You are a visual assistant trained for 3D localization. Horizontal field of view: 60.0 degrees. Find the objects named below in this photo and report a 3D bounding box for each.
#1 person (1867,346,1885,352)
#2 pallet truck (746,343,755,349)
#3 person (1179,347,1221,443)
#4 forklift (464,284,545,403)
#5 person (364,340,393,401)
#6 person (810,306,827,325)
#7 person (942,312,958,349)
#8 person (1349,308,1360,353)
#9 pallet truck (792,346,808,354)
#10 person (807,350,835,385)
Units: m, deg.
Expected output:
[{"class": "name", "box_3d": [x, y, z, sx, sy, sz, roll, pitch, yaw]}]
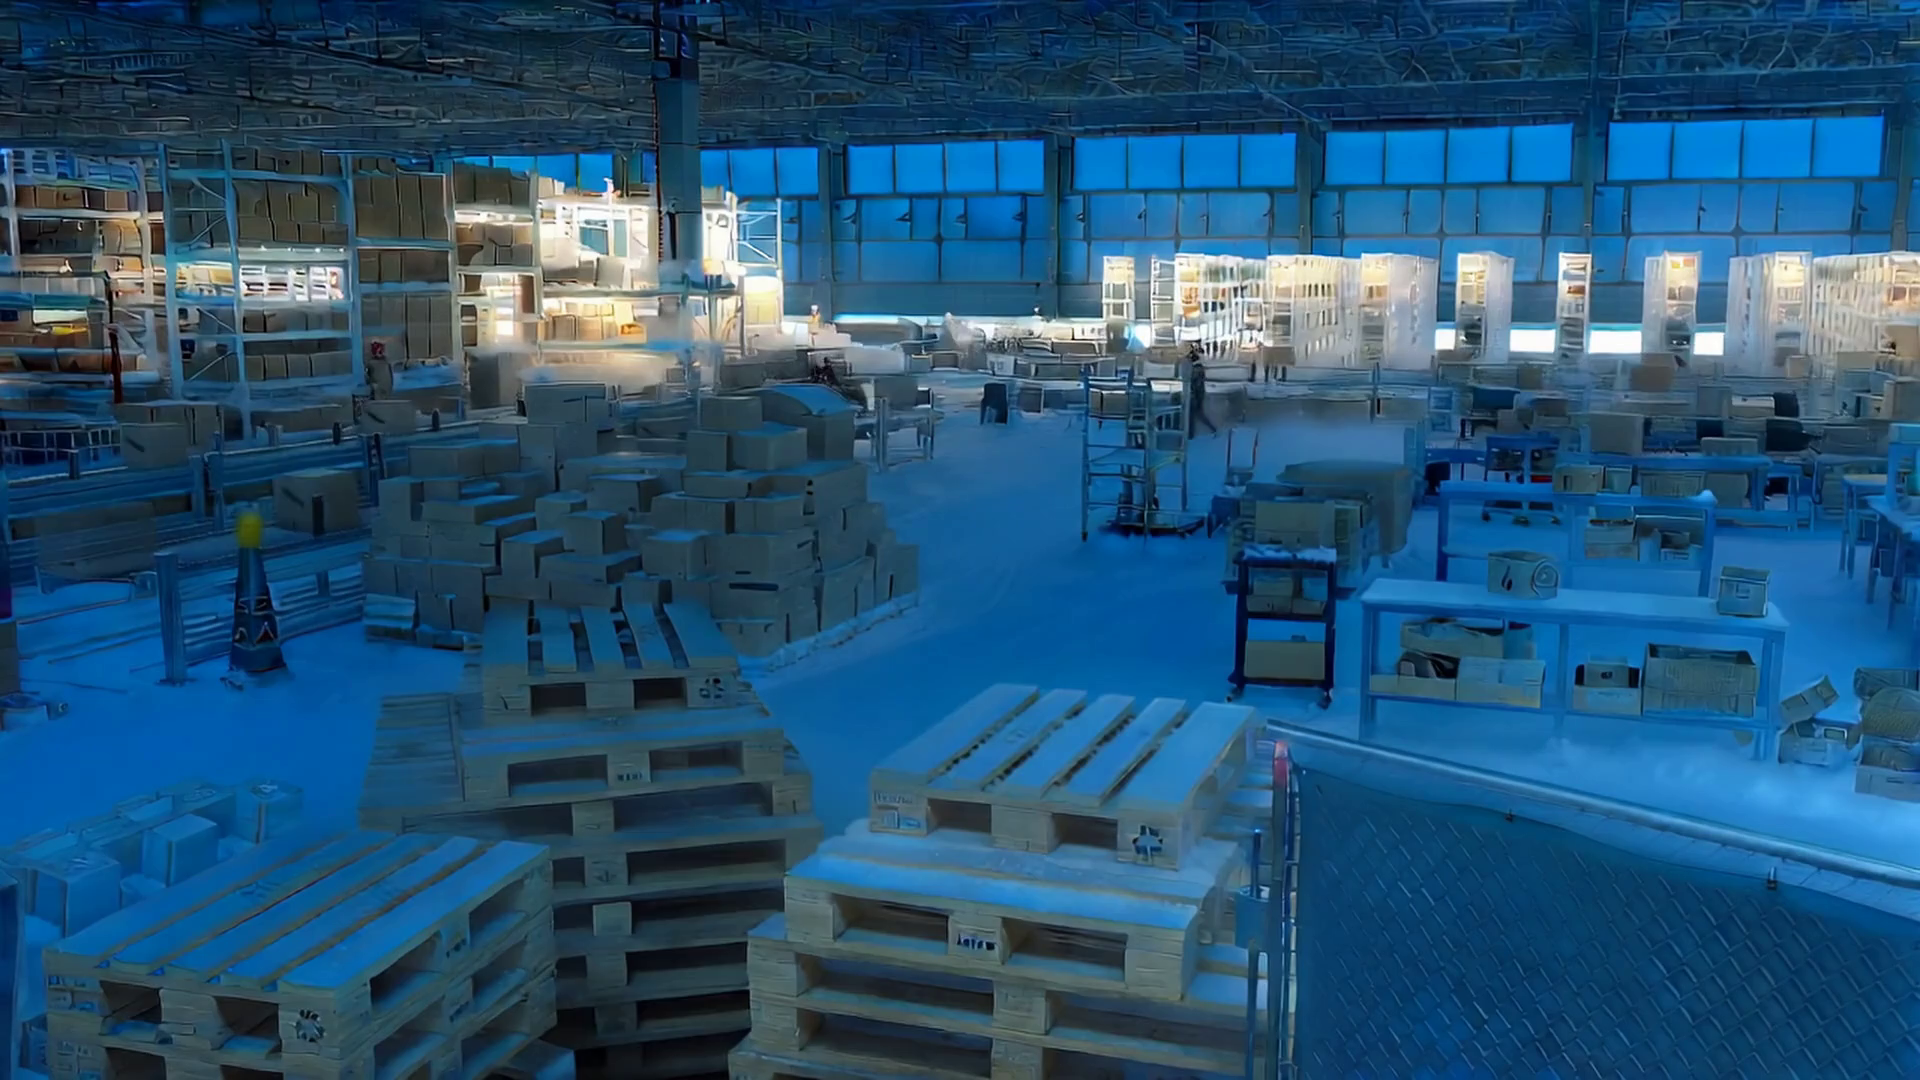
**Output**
[{"class": "person", "box_3d": [21.155, -4.037, 38.482, 0.409, 1.907, 0.651, 4, 10, 25]}, {"class": "pallet truck", "box_3d": [-6.183, -4.618, 44.264, 1.601, 1.201, 0.680, -9, 12, -43]}, {"class": "person", "box_3d": [4.329, -2.590, 29.901, 0.665, 1.743, 0.530, -2, 9, -10]}, {"class": "forklift", "box_3d": [-10.832, -4.702, 39.610, 1.129, 2.768, 1.873, 3, 10, 20]}, {"class": "person", "box_3d": [-10.125, -2.541, 29.108, 0.410, 1.905, 0.641, 1, 9, 4]}, {"class": "person", "box_3d": [-5.177, -7.623, 61.053, 0.595, 1.884, 0.974, -3, 9, -16]}, {"class": "person", "box_3d": [-0.266, -5.637, 48.314, 0.483, 1.969, 0.659, 2, 9, 10]}, {"class": "person", "box_3d": [14.518, -7.608, 61.106, 0.373, 1.840, 0.572, 8, 12, 41]}, {"class": "pallet truck", "box_3d": [-3.705, -4.298, 42.022, 0.653, 1.274, 1.630, 3, 10, 20]}, {"class": "person", "box_3d": [-2.521, -2.581, 30.037, 0.545, 1.677, 0.395, 4, 10, 21]}]
